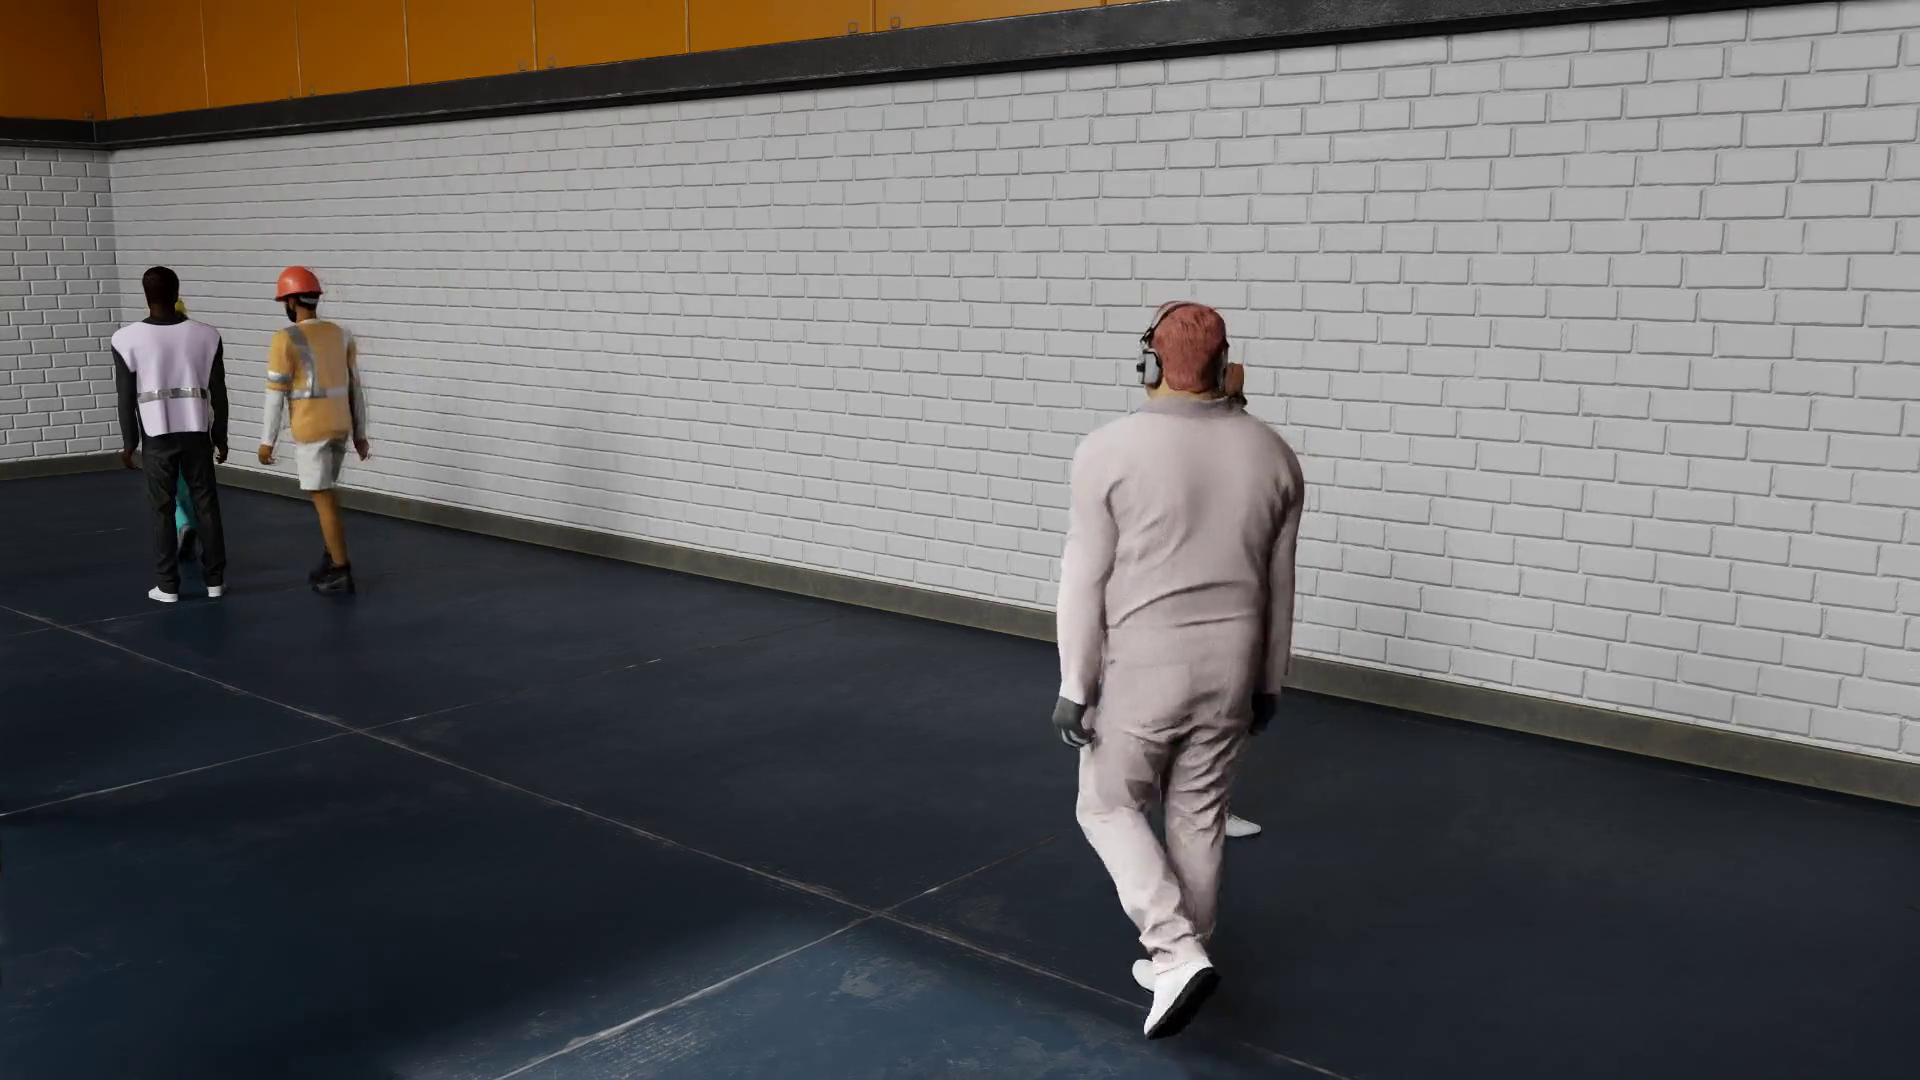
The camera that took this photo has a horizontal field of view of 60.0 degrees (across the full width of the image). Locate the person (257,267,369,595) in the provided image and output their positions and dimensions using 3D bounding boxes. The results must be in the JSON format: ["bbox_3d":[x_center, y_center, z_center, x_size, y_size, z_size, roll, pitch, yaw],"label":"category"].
[{"bbox_3d":[-3.798,-0.629,9.736,0.643,1.905,0.566,4,11,23],"label":"person"}]

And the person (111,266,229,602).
[{"bbox_3d":[-4.500,-0.600,9.538,0.593,1.922,0.392,-7,12,-36],"label":"person"}]

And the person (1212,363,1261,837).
[{"bbox_3d":[0.863,0.199,5.778,0.308,1.645,0.514,-2,10,-12],"label":"person"}]

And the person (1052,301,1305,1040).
[{"bbox_3d":[0.574,0.348,4.214,0.670,1.890,0.546,-4,11,-22],"label":"person"}]

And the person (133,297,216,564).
[{"bbox_3d":[-4.956,-0.692,10.528,0.534,1.751,0.606,-9,13,-42],"label":"person"}]
